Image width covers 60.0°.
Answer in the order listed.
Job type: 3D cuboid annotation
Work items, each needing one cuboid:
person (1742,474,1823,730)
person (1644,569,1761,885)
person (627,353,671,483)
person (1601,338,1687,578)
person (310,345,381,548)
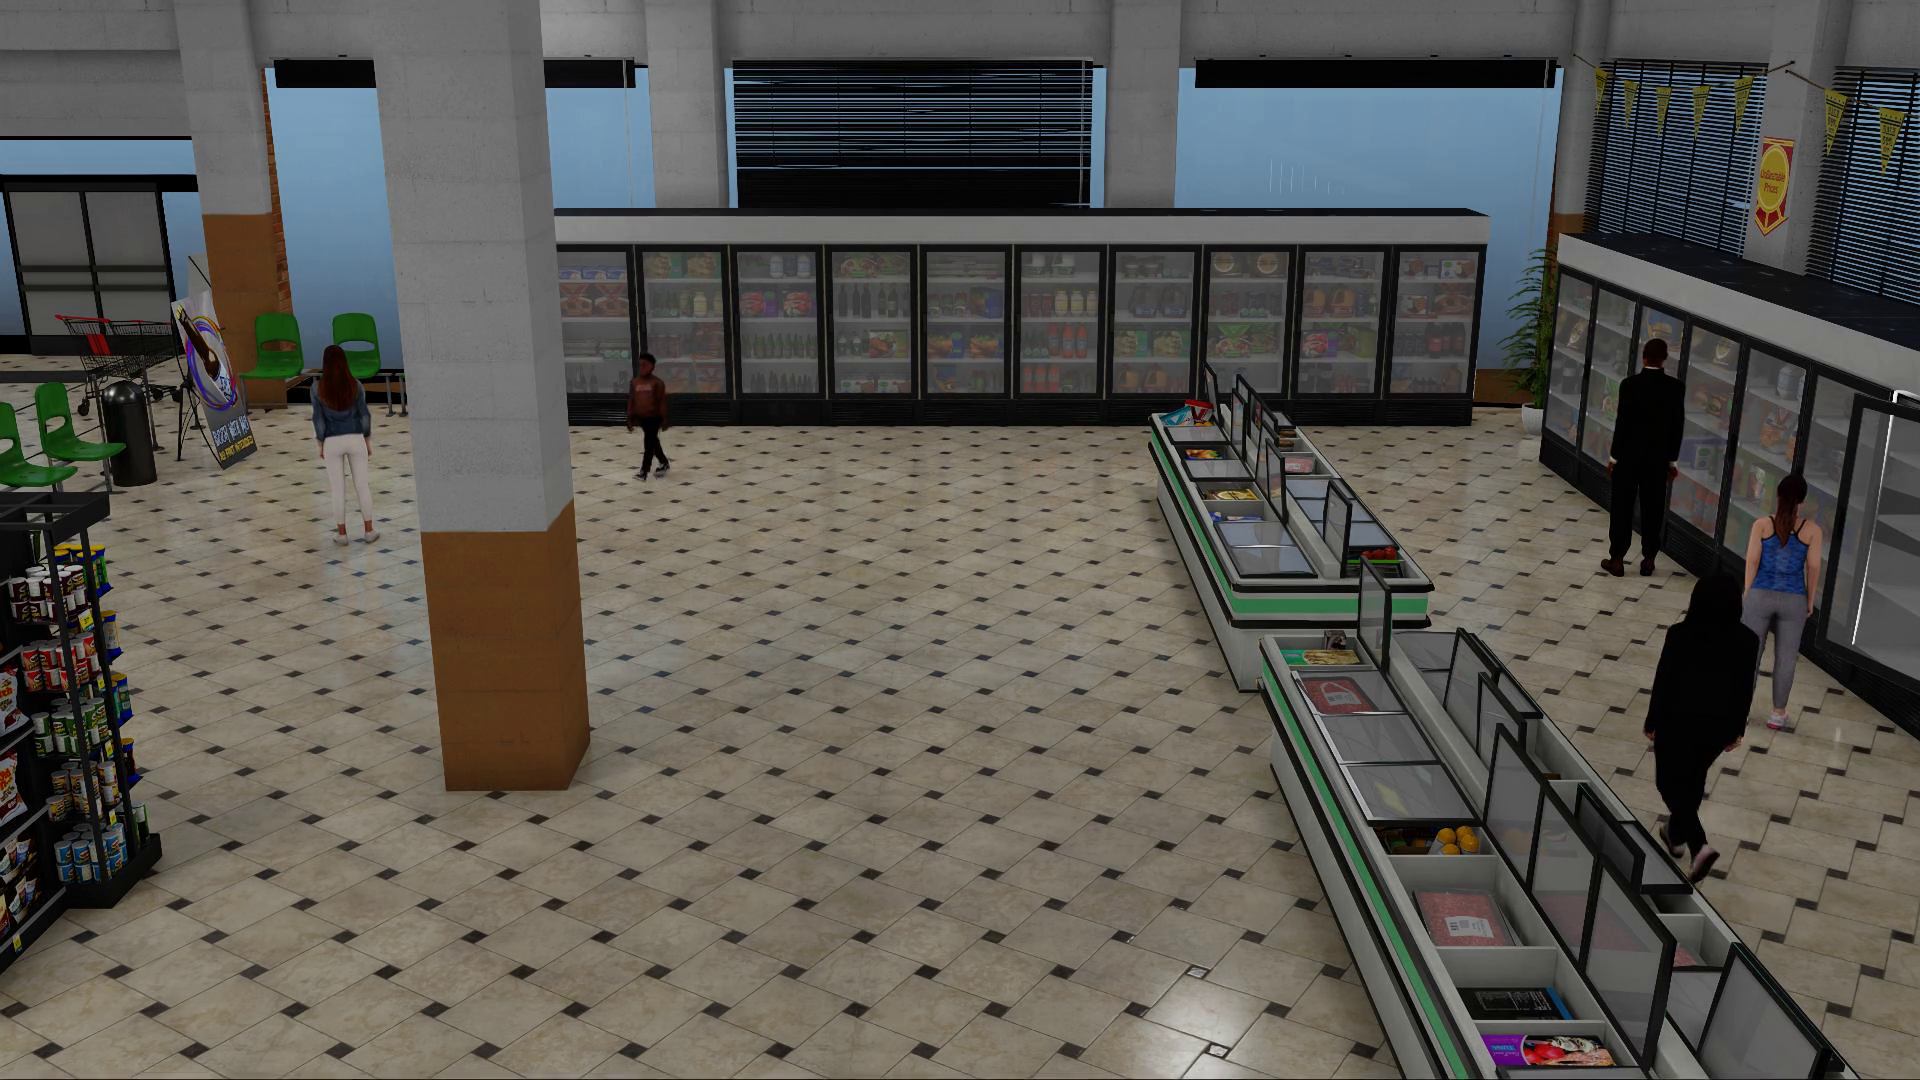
[{"bbox_3d":[5.049,0.374,10.293,0.642,1.608,0.648,7,18,23],"label":"person"},{"bbox_3d":[3.740,0.961,8.379,0.663,1.597,0.971,-1,17,-2],"label":"person"},{"bbox_3d":[-2.975,-1.189,16.115,0.733,1.216,0.964,6,18,20],"label":"person"},{"bbox_3d":[5.410,-0.655,13.174,0.725,1.904,0.646,2,17,7],"label":"person"},{"bbox_3d":[-5.172,-0.795,13.982,0.678,1.703,0.650,-7,18,-21],"label":"person"}]
